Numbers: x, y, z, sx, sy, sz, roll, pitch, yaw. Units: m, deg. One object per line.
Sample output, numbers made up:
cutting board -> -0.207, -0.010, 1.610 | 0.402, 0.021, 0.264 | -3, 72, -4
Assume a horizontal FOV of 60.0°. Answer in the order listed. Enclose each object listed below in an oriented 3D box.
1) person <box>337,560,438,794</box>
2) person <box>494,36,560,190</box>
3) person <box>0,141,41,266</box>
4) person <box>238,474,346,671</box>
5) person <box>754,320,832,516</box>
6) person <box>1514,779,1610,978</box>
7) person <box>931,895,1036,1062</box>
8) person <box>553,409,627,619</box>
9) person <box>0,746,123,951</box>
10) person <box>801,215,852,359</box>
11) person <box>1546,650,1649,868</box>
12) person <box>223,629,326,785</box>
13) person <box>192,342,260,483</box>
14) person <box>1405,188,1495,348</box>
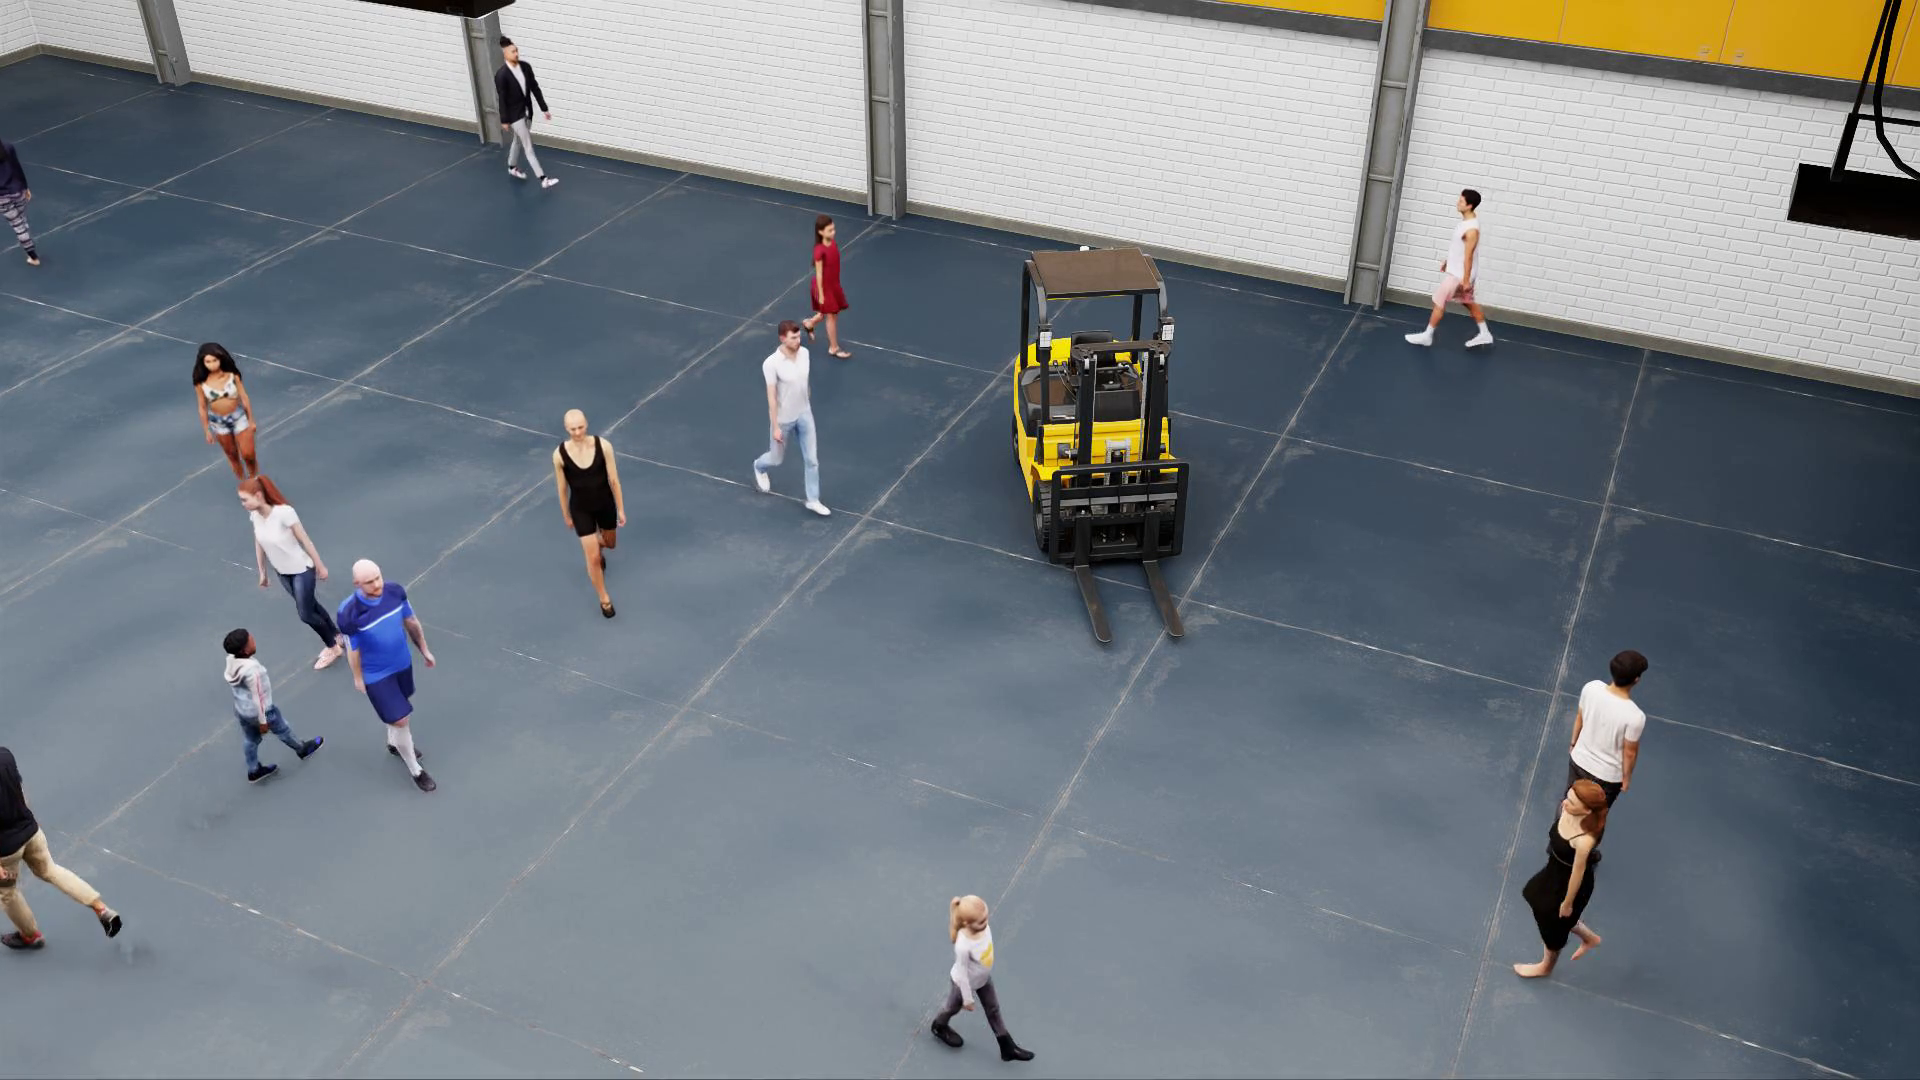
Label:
person -> -4.085, 0.865, 11.676 | 0.934, 1.817, 0.751 | 18, 38, 25
person -> -5.641, -5.423, 21.065 | 1.273, 1.895, 0.834 | 19, 38, 27
person -> -10.870, -3.953, 19.023 | 0.989, 1.708, 0.808 | 28, 43, 35
person -> -5.035, 0.206, 12.769 | 0.598, 1.704, 0.660 | 8, 35, 13
person -> -1.543, -1.094, 14.616 | 0.963, 1.826, 1.216 | -26, 41, -33
person -> 3.764, 2.071, 10.055 | 0.877, 1.603, 0.752 | 1, 34, 2
person -> 0.005, 2.532, 9.681 | 0.914, 1.249, 0.564 | 19, 38, 26
person -> -2.979, -0.300, 13.454 | 1.067, 1.789, 1.169 | -14, 36, -19
person -> -5.719, 1.841, 10.191 | 1.099, 1.836, 0.780 | 7, 34, 10
person -> -1.428, -2.631, 17.187 | 0.831, 1.538, 0.527 | 15, 37, 22
person -> 4.183, 1.441, 10.900 | 0.755, 1.717, 0.646 | -19, 38, -27
person -> -5.013, 1.198, 11.699 | 0.782, 1.236, 0.677 | 24, 41, 32
person -> -6.463, -1.053, 14.745 | 0.732, 1.614, 0.792 | -11, 35, -16
person -> 5.277, -2.761, 17.190 | 1.148, 1.752, 0.703 | 11, 35, 15
